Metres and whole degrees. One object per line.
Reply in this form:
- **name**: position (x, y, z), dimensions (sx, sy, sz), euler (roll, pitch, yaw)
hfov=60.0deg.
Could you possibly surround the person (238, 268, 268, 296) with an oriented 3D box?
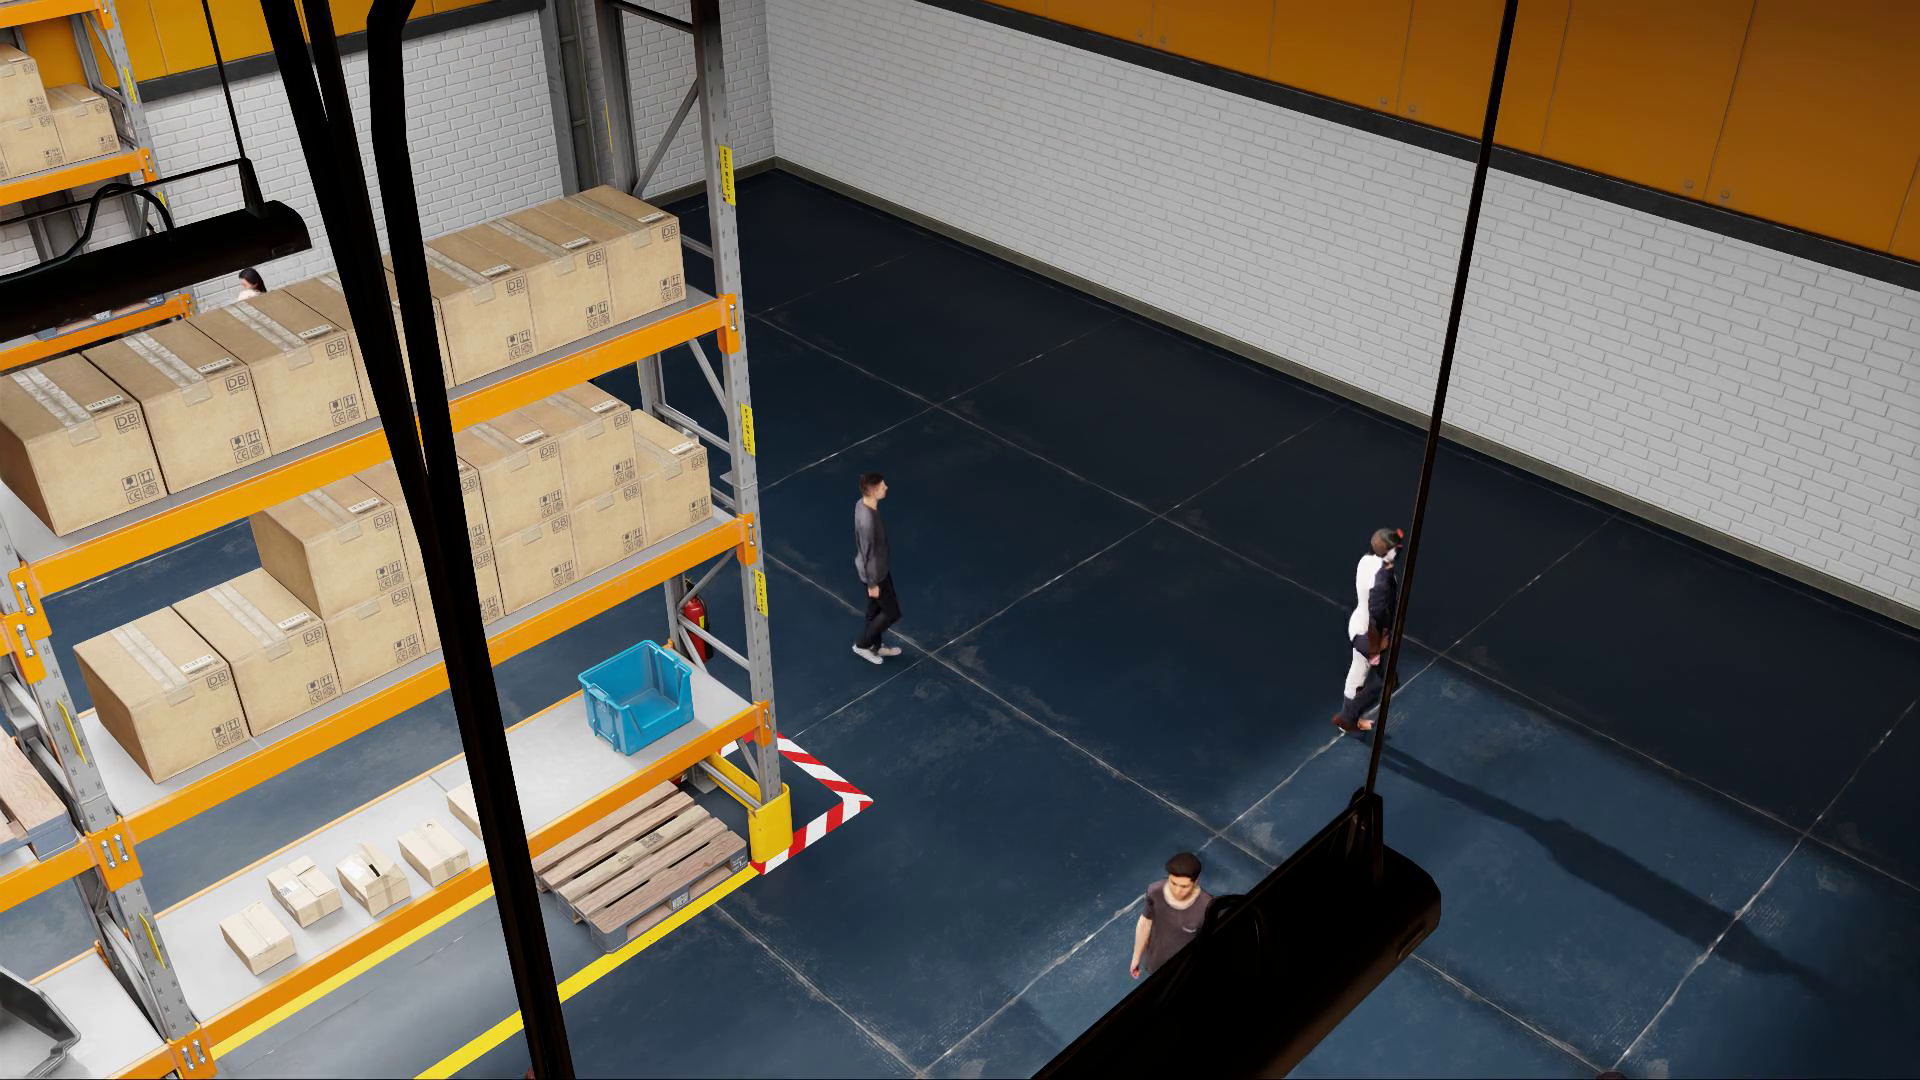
- **person**: position (-6.779, -1.953, 16.587), dimensions (0.752, 1.724, 1.065), euler (24, 40, 31)

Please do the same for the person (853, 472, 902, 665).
- **person**: position (-0.753, 0.248, 13.248), dimensions (0.814, 1.756, 0.769), euler (-4, 34, -7)

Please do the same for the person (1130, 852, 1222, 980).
- **person**: position (1.325, 2.451, 9.986), dimensions (0.716, 1.697, 0.858), euler (20, 39, 28)

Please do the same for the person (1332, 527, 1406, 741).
- **person**: position (2.990, 0.708, 12.438), dimensions (0.892, 1.886, 0.828), euler (1, 34, 2)
